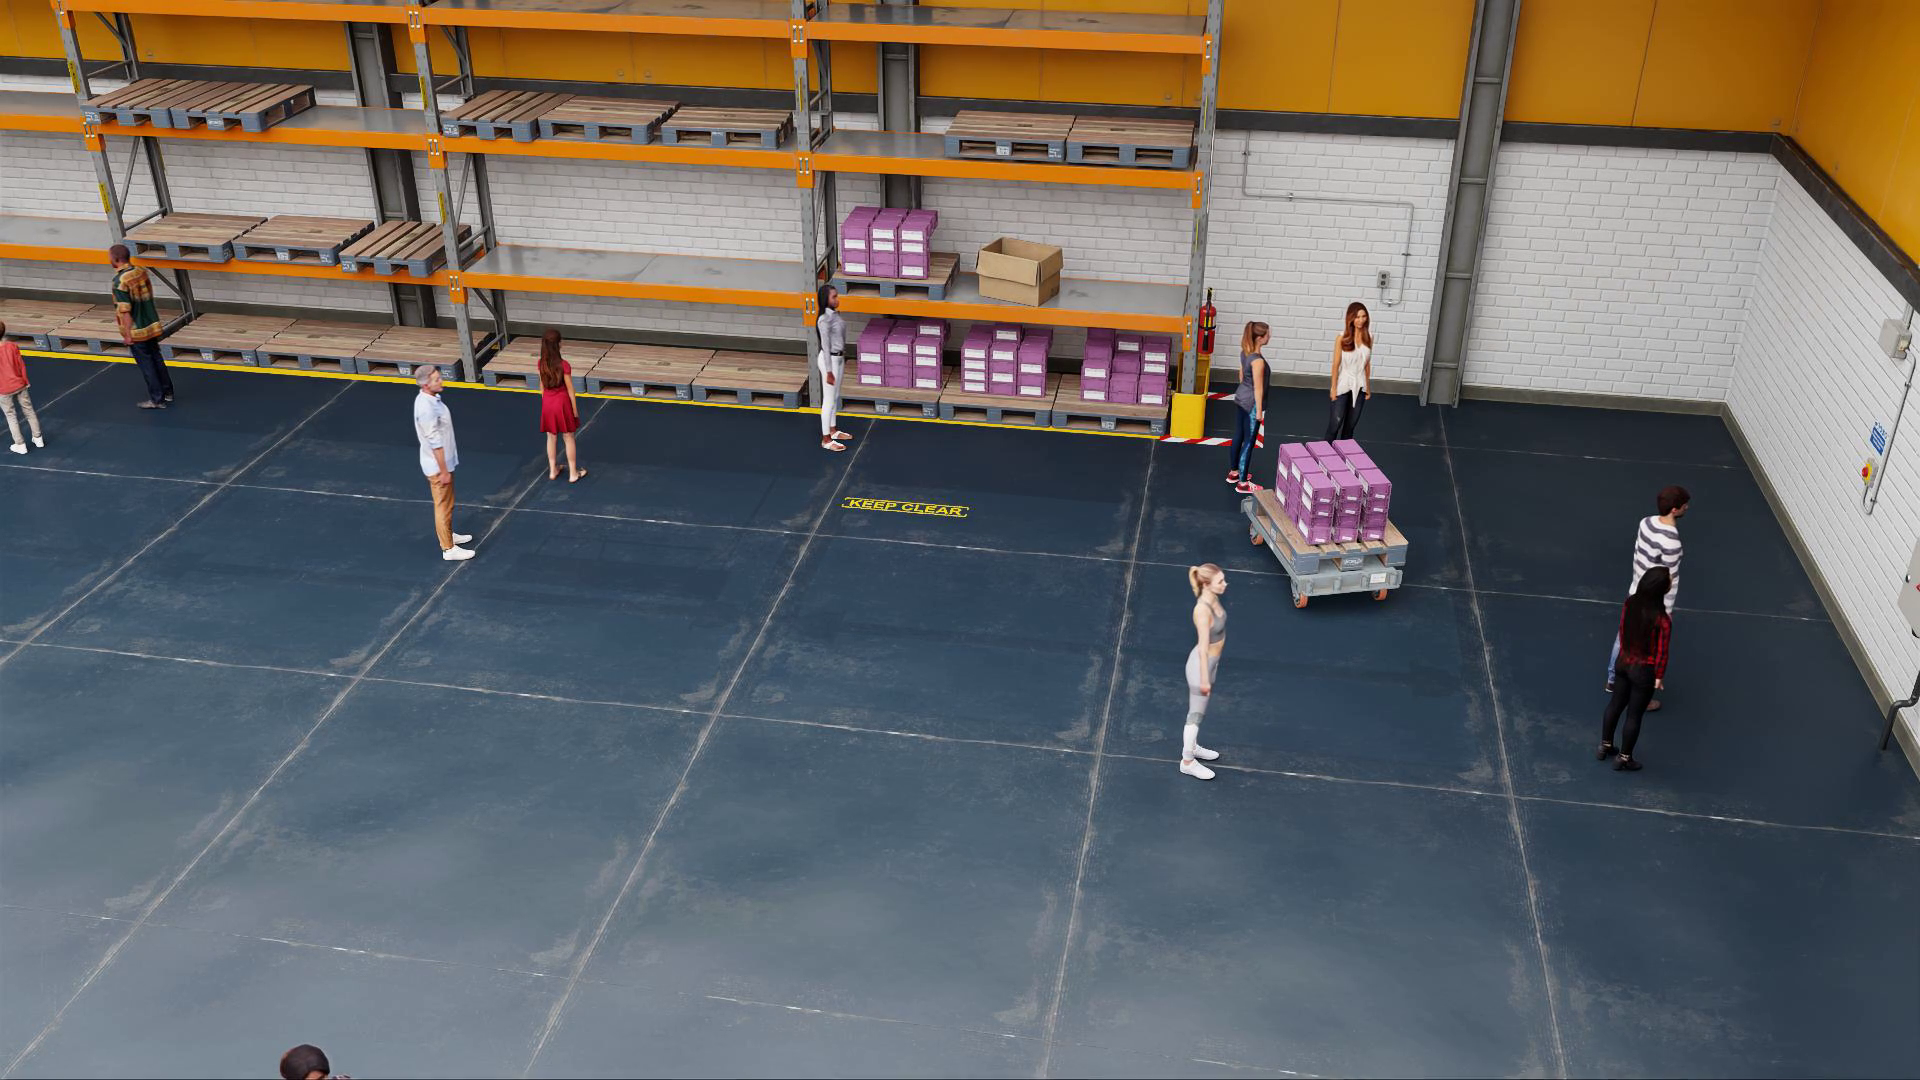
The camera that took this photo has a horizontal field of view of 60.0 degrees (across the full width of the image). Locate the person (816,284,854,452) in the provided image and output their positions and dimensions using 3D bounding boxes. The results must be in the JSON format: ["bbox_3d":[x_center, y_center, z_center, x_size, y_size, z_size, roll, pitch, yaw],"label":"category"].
[{"bbox_3d":[-1.306,-1.780,16.937,0.521,1.724,0.593,6,29,11],"label":"person"}]

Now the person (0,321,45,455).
[{"bbox_3d":[-9.640,-1.572,16.878,0.603,1.416,0.588,21,35,33],"label":"person"}]

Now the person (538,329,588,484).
[{"bbox_3d":[-3.936,-1.318,16.274,0.563,1.549,0.632,8,30,14],"label":"person"}]

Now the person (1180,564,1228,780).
[{"bbox_3d":[1.754,0.920,12.009,0.557,1.703,0.584,7,29,13],"label":"person"}]

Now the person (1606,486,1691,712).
[{"bbox_3d":[5.290,0.427,12.756,0.656,1.854,0.712,-5,29,-8],"label":"person"}]

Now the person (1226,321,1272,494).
[{"bbox_3d":[2.800,-1.301,16.058,0.647,1.725,0.644,-6,29,-11],"label":"person"}]

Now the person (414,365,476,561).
[{"bbox_3d":[-4.664,-0.713,14.873,0.752,1.827,0.767,-9,30,-16],"label":"person"}]

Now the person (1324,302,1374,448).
[{"bbox_3d":[3.808,-1.485,16.334,0.617,1.785,0.726,-9,30,-17],"label":"person"}]

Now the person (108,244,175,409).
[{"bbox_3d":[-8.775,-2.289,17.785,0.674,1.806,0.714,2,29,4],"label":"person"}]

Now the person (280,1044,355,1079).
[{"bbox_3d":[-2.999,3.097,8.007,0.680,1.714,0.724,-25,37,-37],"label":"person"}]

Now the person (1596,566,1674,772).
[{"bbox_3d":[4.898,0.928,12.042,0.685,1.658,0.662,-12,31,-22],"label":"person"}]
